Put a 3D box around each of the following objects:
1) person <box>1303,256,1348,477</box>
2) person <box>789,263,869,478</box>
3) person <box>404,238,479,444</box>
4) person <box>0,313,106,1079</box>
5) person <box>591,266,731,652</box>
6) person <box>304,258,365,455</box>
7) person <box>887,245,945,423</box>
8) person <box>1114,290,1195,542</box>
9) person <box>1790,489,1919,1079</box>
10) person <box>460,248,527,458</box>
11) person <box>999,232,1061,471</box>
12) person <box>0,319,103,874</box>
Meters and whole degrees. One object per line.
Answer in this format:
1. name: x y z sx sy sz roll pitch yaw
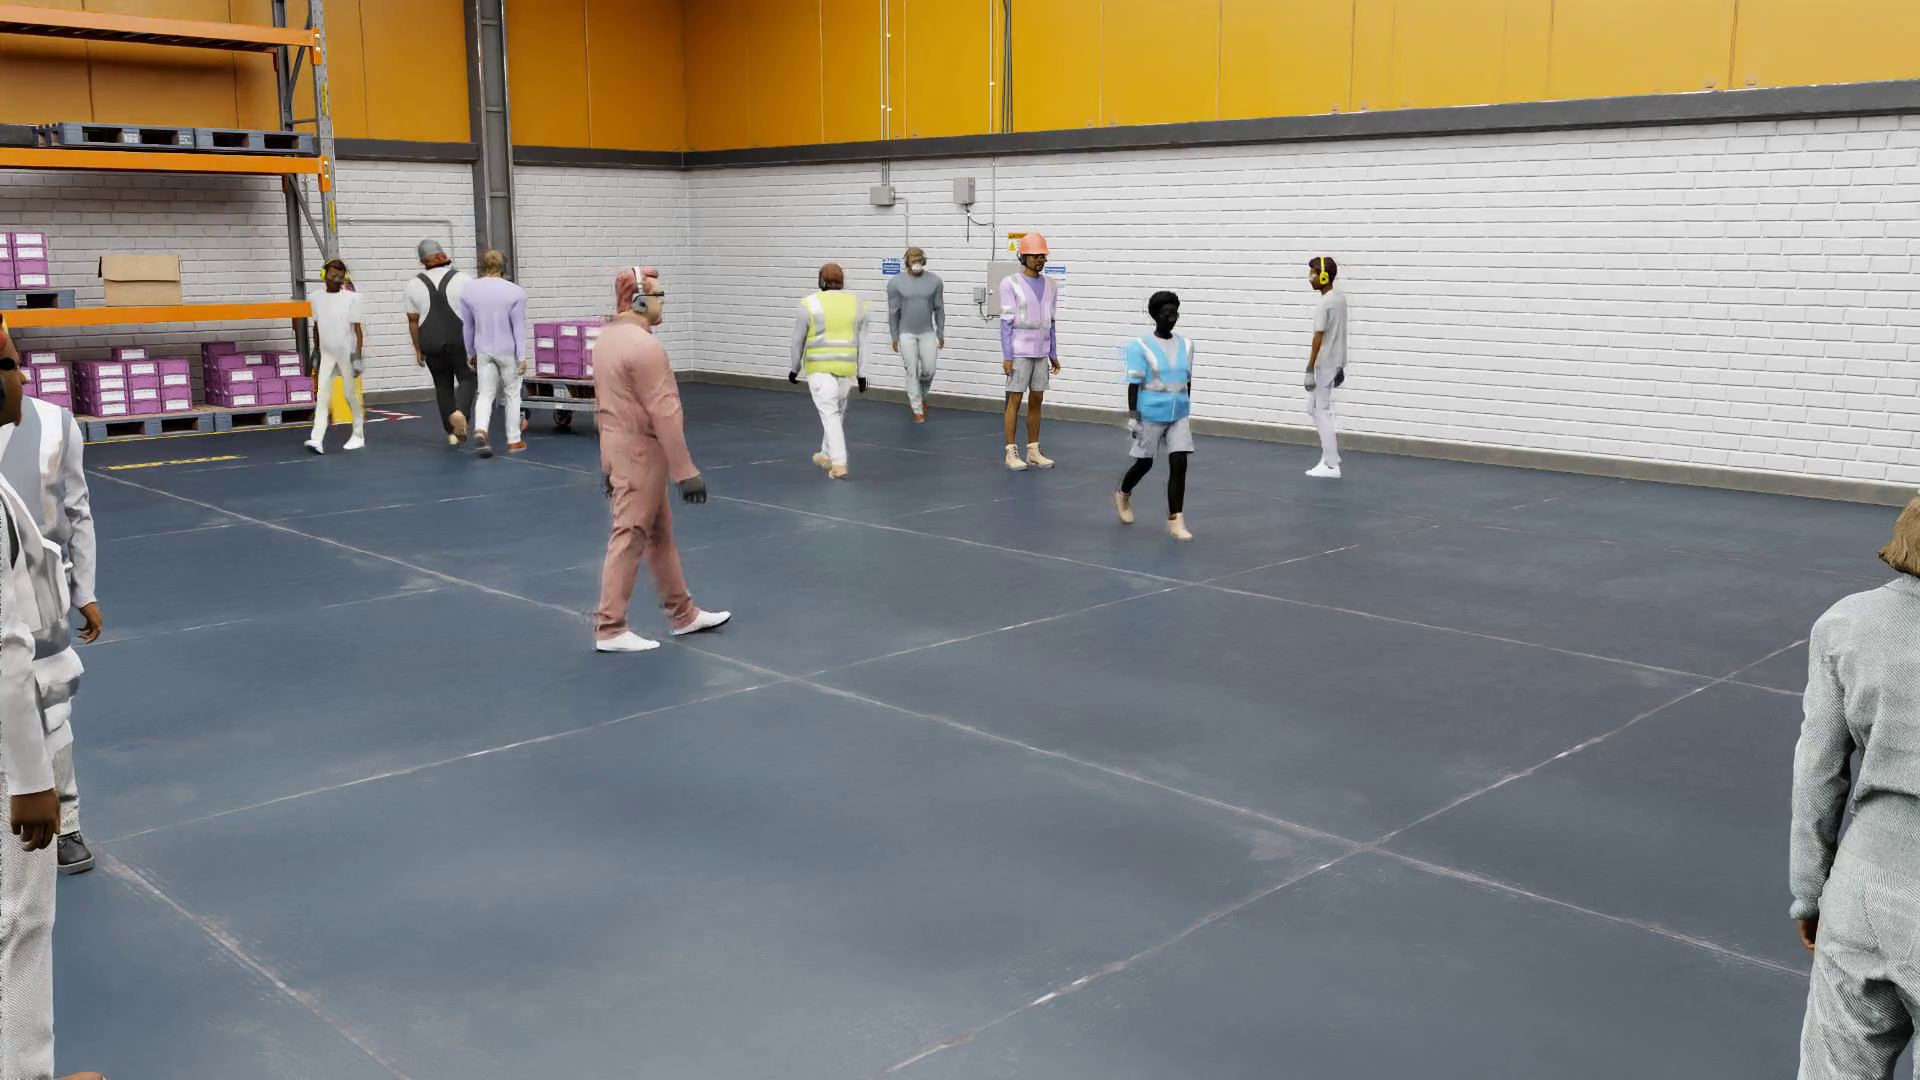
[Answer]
1. person: 3.038 -1.436 13.913 0.464 1.842 0.548 7 12 33
2. person: -1.096 -1.438 14.081 0.624 1.793 0.980 -6 12 -29
3. person: -4.939 -1.912 15.969 0.713 2.000 0.723 -1 10 -7
4. person: -2.059 0.440 3.570 0.347 1.884 0.584 -9 14 -40
5. person: -1.507 -0.393 8.175 0.640 1.897 0.666 -5 12 -25
6. person: -5.829 -1.700 15.463 0.567 1.803 0.985 1 10 5
7. person: -0.484 -2.226 18.011 0.638 1.915 0.524 -2 11 -12
8. person: 1.314 -0.852 11.210 0.536 1.668 0.757 -5 11 -24
9. person: 1.649 0.652 2.800 0.323 1.742 0.492 -6 12 -30
10. person: -4.267 -1.714 15.255 0.635 1.905 0.844 1 10 6
11. person: 0.618 -1.625 14.394 0.605 2.045 0.382 -7 13 -35
12. person: -2.995 0.171 5.173 0.589 1.834 0.403 -8 13 -36
